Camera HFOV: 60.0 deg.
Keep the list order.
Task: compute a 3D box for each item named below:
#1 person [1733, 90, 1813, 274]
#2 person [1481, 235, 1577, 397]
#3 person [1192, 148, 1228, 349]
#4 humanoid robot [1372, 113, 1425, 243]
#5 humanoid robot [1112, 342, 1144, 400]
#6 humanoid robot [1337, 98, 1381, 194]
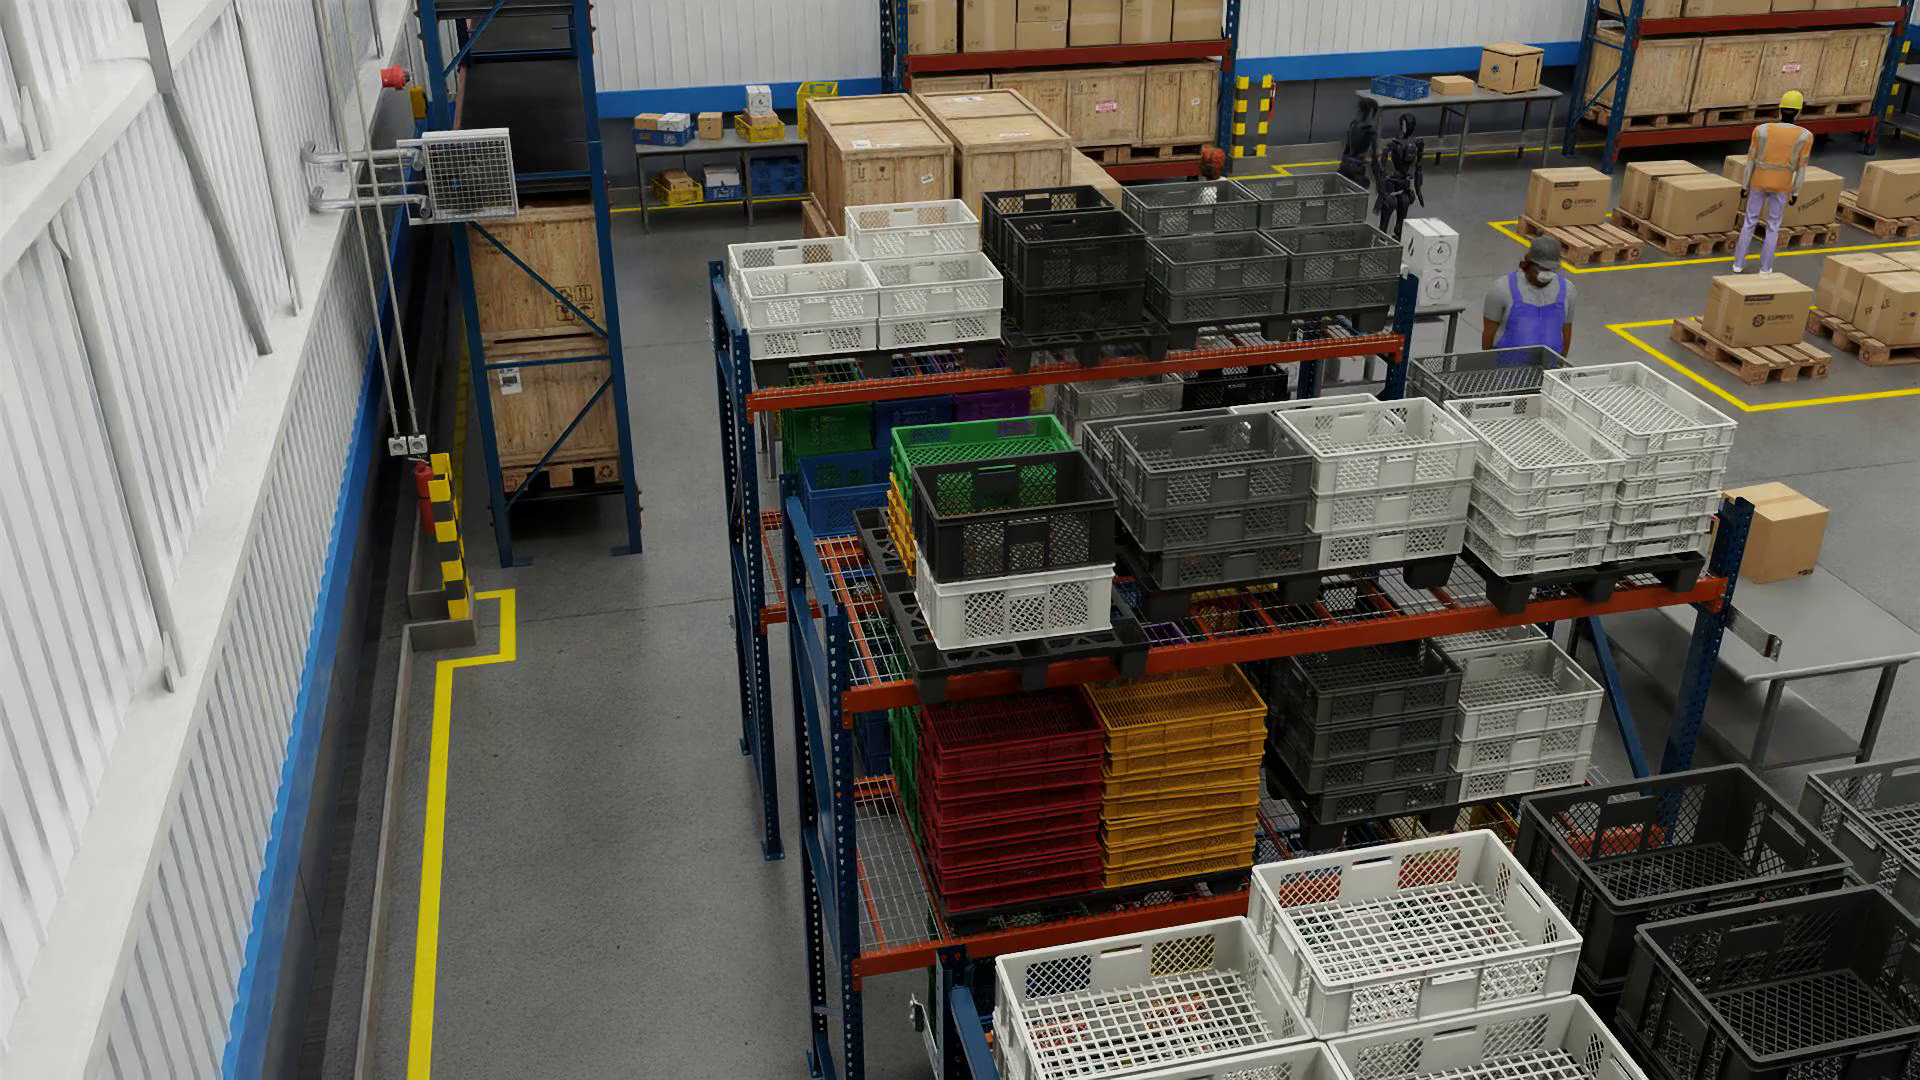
[{"bbox_3d":[8.444,-3.699,17.301,0.579,1.919,0.394,12,30,22],"label":"person"},{"bbox_3d":[4.319,-1.356,12.722,0.679,2.000,0.536,1,28,1],"label":"person"},{"bbox_3d":[2.315,-2.702,15.446,0.360,1.879,0.573,10,30,19],"label":"person"},{"bbox_3d":[4.596,-3.645,17.439,0.609,1.656,0.315,-13,30,-23],"label":"humanoid robot"},{"bbox_3d":[1.284,-1.080,12.585,0.363,1.652,0.629,-6,28,-11],"label":"humanoid robot"},{"bbox_3d":[4.372,-4.022,18.198,0.569,1.620,0.627,-8,29,-14],"label":"humanoid robot"}]
